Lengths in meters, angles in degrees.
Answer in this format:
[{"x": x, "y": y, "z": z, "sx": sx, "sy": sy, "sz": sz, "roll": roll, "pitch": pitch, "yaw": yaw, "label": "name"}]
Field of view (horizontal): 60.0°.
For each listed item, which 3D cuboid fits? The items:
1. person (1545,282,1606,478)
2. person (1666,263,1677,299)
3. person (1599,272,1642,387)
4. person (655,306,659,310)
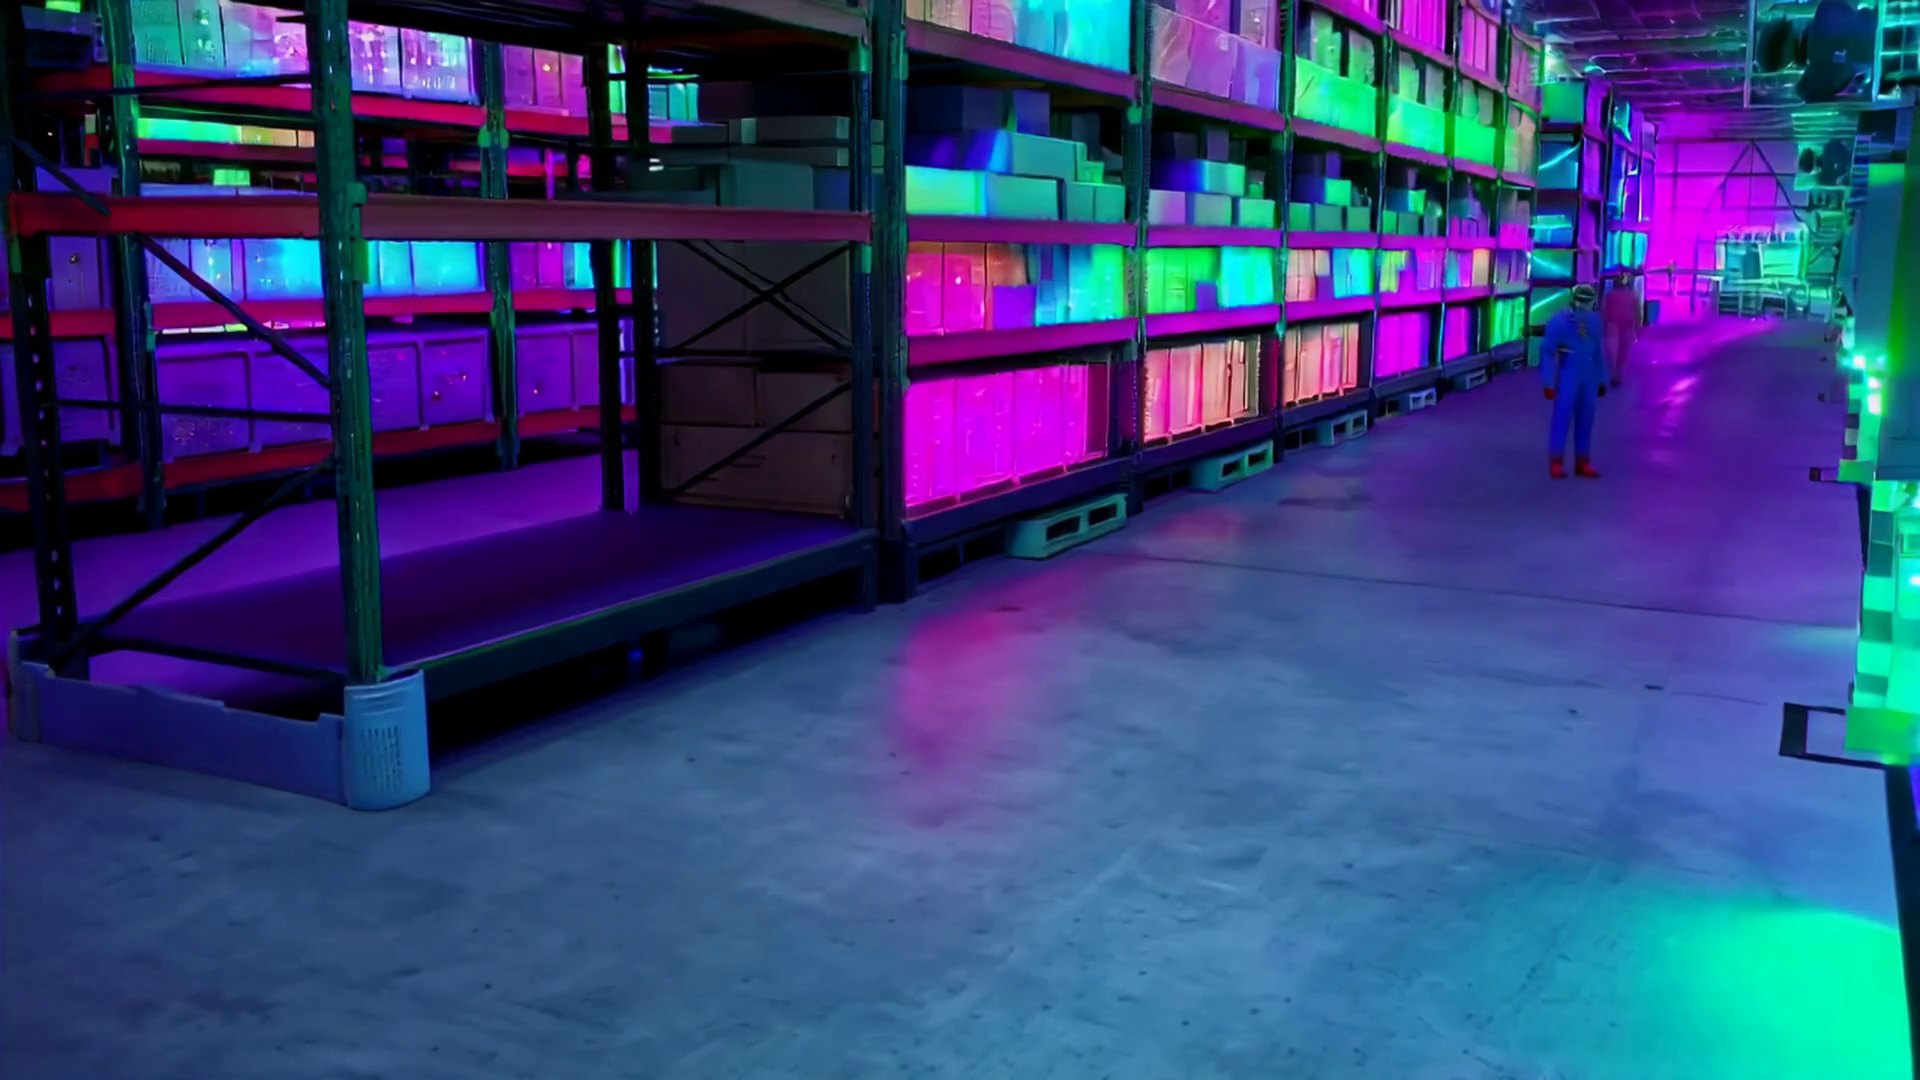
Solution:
[{"x": 5.974, "y": -1.539, "z": 16.124, "sx": 0.653, "sy": 1.895, "sz": 0.402, "roll": -3, "pitch": 10, "yaw": -17, "label": "person"}, {"x": 33.928, "y": -12.331, "z": 79.194, "sx": 0.540, "sy": 1.684, "sz": 0.320, "roll": -7, "pitch": 12, "yaw": -34, "label": "person"}, {"x": 10.828, "y": -3.465, "z": 27.338, "sx": 0.640, "sy": 1.868, "sz": 0.958, "roll": 2, "pitch": 10, "yaw": 10, "label": "person"}, {"x": -4.759, "y": -3.346, "z": 26.488, "sx": 0.539, "sy": 1.930, "sz": 0.389, "roll": -5, "pitch": 11, "yaw": -25, "label": "person"}]
